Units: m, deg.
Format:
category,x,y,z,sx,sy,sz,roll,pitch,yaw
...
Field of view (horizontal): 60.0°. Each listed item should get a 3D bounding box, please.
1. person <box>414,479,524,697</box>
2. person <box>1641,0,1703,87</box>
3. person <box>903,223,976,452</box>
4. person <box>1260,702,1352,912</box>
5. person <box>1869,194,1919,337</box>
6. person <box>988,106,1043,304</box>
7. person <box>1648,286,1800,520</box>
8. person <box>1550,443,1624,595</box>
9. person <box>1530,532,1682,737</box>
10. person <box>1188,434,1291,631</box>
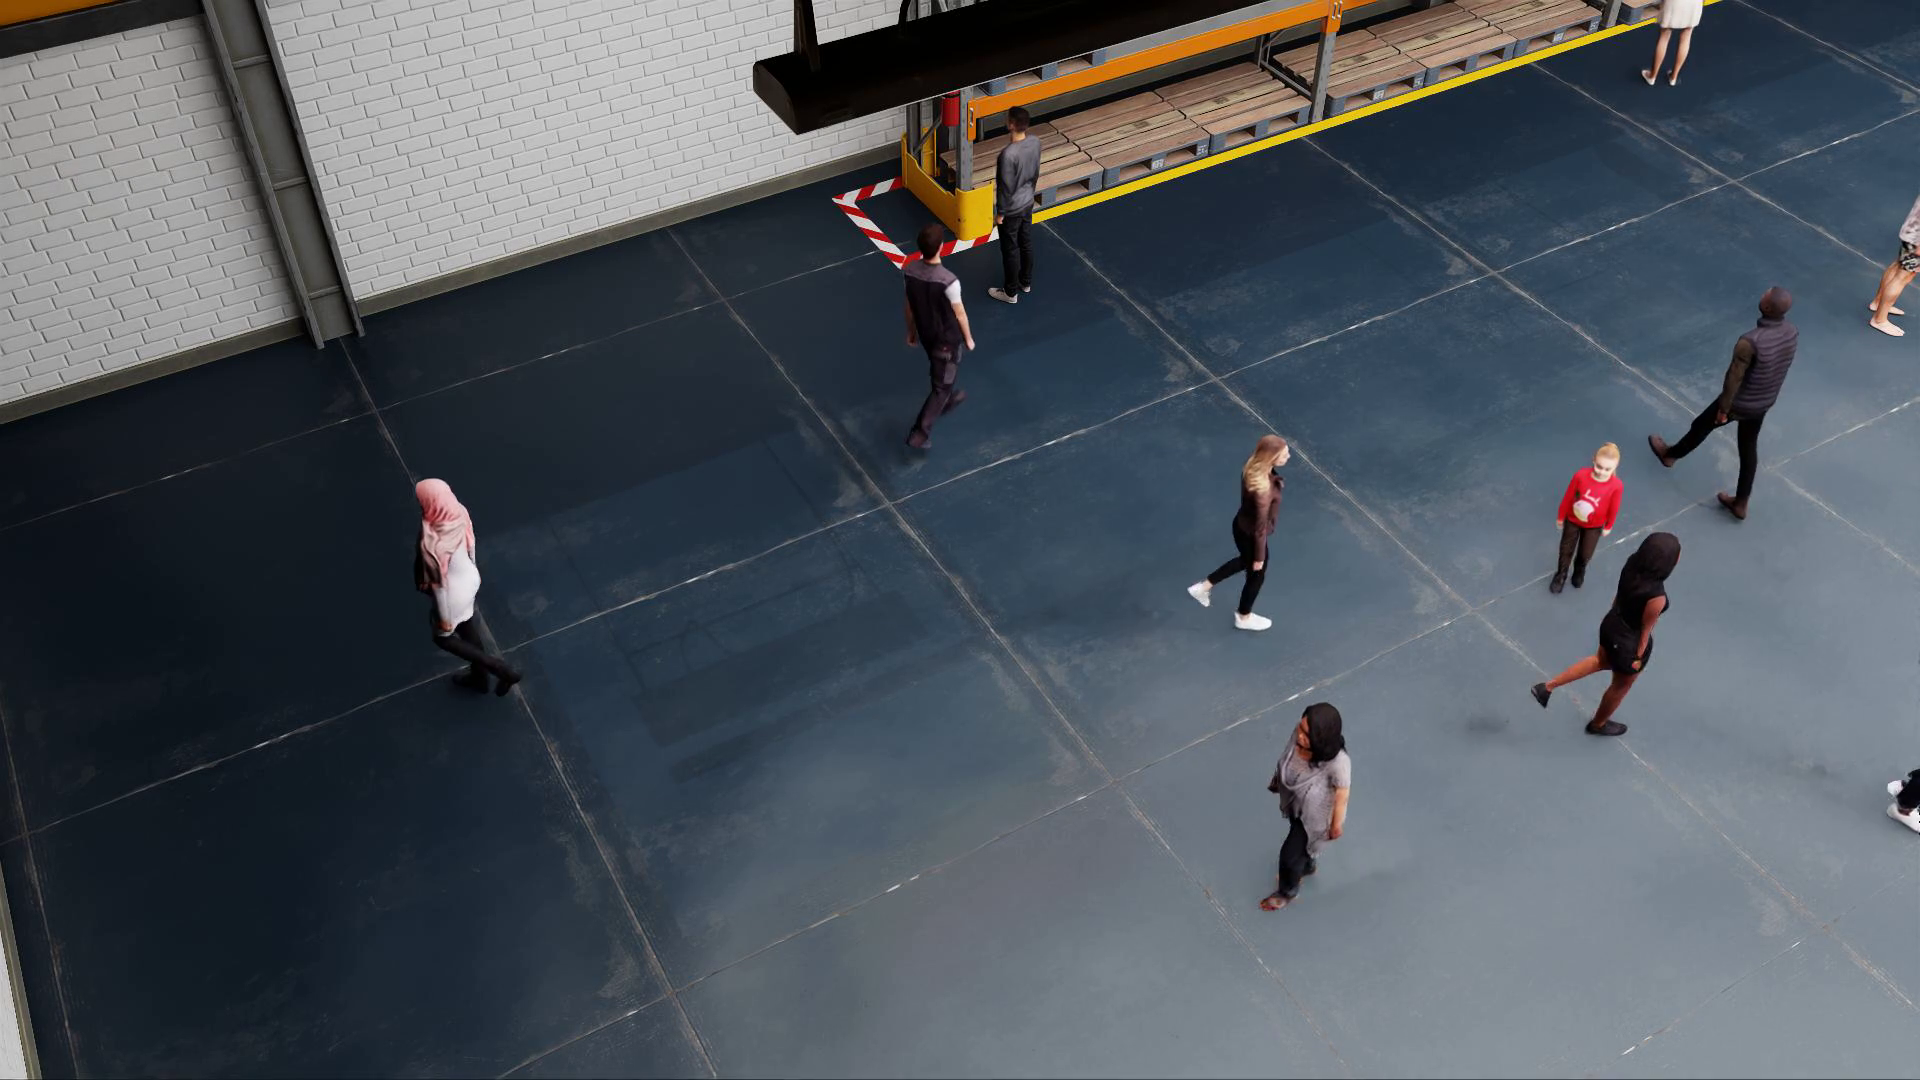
category,x,y,z,sx,sy,sz,roll,pitch,yaw
person,-3.074,0.352,10.405,0.938,1.794,0.878,10,45,10
person,7.142,-5.314,16.412,0.624,1.711,0.708,3,44,3
person,-0.194,-1.471,12.298,0.904,1.823,1.197,30,51,28
person,2.048,1.452,9.396,0.753,1.591,0.695,-15,46,-15
person,7.779,-2.531,13.416,0.812,1.815,0.714,17,46,17
person,0.462,-2.765,13.700,0.745,1.761,0.593,31,51,28
person,5.599,-0.922,11.749,1.115,1.784,0.866,-17,46,-17
person,4.268,-0.178,11.339,0.612,1.272,0.657,19,47,19
person,3.974,0.617,10.179,0.987,1.722,0.829,-2,44,-2
person,1.840,-0.039,10.891,0.938,1.689,0.831,0,44,0
